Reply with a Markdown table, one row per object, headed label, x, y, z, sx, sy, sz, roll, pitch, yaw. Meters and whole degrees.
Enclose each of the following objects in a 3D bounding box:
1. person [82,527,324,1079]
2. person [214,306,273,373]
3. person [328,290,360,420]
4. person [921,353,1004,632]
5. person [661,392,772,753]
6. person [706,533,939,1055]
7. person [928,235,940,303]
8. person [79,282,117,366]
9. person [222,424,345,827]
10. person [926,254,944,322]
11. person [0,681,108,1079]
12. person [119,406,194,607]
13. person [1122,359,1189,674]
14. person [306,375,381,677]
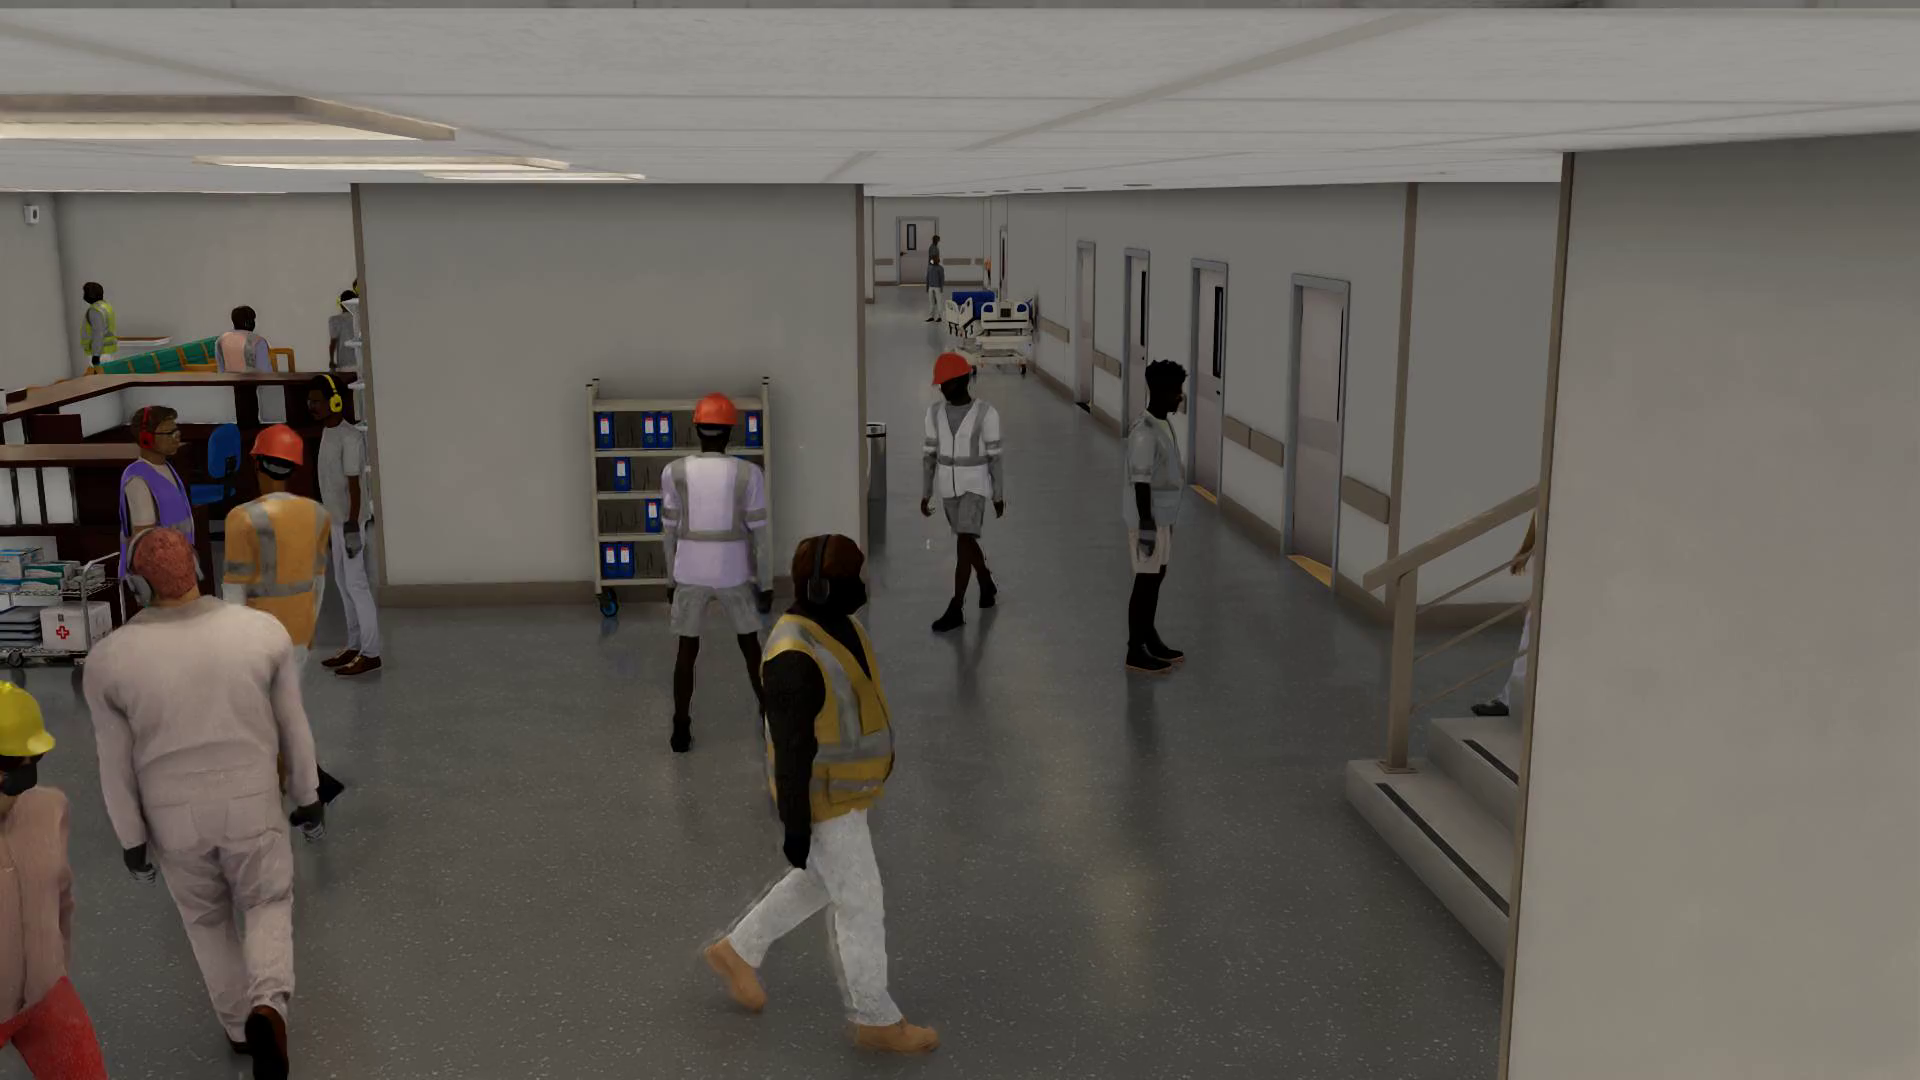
| label | x | y | z | sx | sy | sz | roll | pitch | yaw |
| --- | --- | --- | --- | --- | --- | --- | --- | --- | --- |
| person | -2.439 | 0.885 | 5.433 | 0.678 | 1.870 | 0.729 | -5 | 13 | -24 |
| person | -7.279 | -1.476 | 17.064 | 0.622 | 1.845 | 0.429 | 4 | 12 | 17 |
| person | -7.348 | -2.086 | 20.063 | 0.557 | 1.834 | 0.451 | -7 | 14 | -32 |
| person | 0.033 | -0.371 | 11.606 | 0.552 | 1.884 | 1.010 | 6 | 13 | 26 |
| person | -1.279 | 0.163 | 8.899 | 0.618 | 1.921 | 0.442 | -1 | 12 | -4 |
| person | -0.502 | 0.857 | 5.732 | 0.864 | 1.815 | 0.636 | 3 | 12 | 12 |
| person | -0.723 | -7.694 | 47.247 | 0.381 | 1.928 | 0.635 | 0 | 12 | 0 |
| person | -11.364 | -2.479 | 21.965 | 0.429 | 1.842 | 0.637 | -3 | 12 | -14 |
| person | -3.130 | 0.424 | 7.664 | 0.581 | 1.894 | 0.608 | 5 | 12 | 22 |
| person | -0.605 | -6.052 | 39.932 | 0.509 | 1.632 | 0.267 | 8 | 14 | 36 |
| person | -2.468 | 1.199 | 4.304 | 0.907 | 1.717 | 0.530 | 5 | 12 | 21 |
| person | -4.246 | 0.205 | 8.845 | 0.379 | 1.841 | 0.570 | -3 | 12 | -14 |
| person | 1.205 | -0.149 | 10.301 | 0.385 | 1.956 | 0.612 | 4 | 12 | 19 |
| person | -3.815 | -0.095 | 10.275 | 0.328 | 1.862 | 0.509 | -9 | 14 | -36 |
